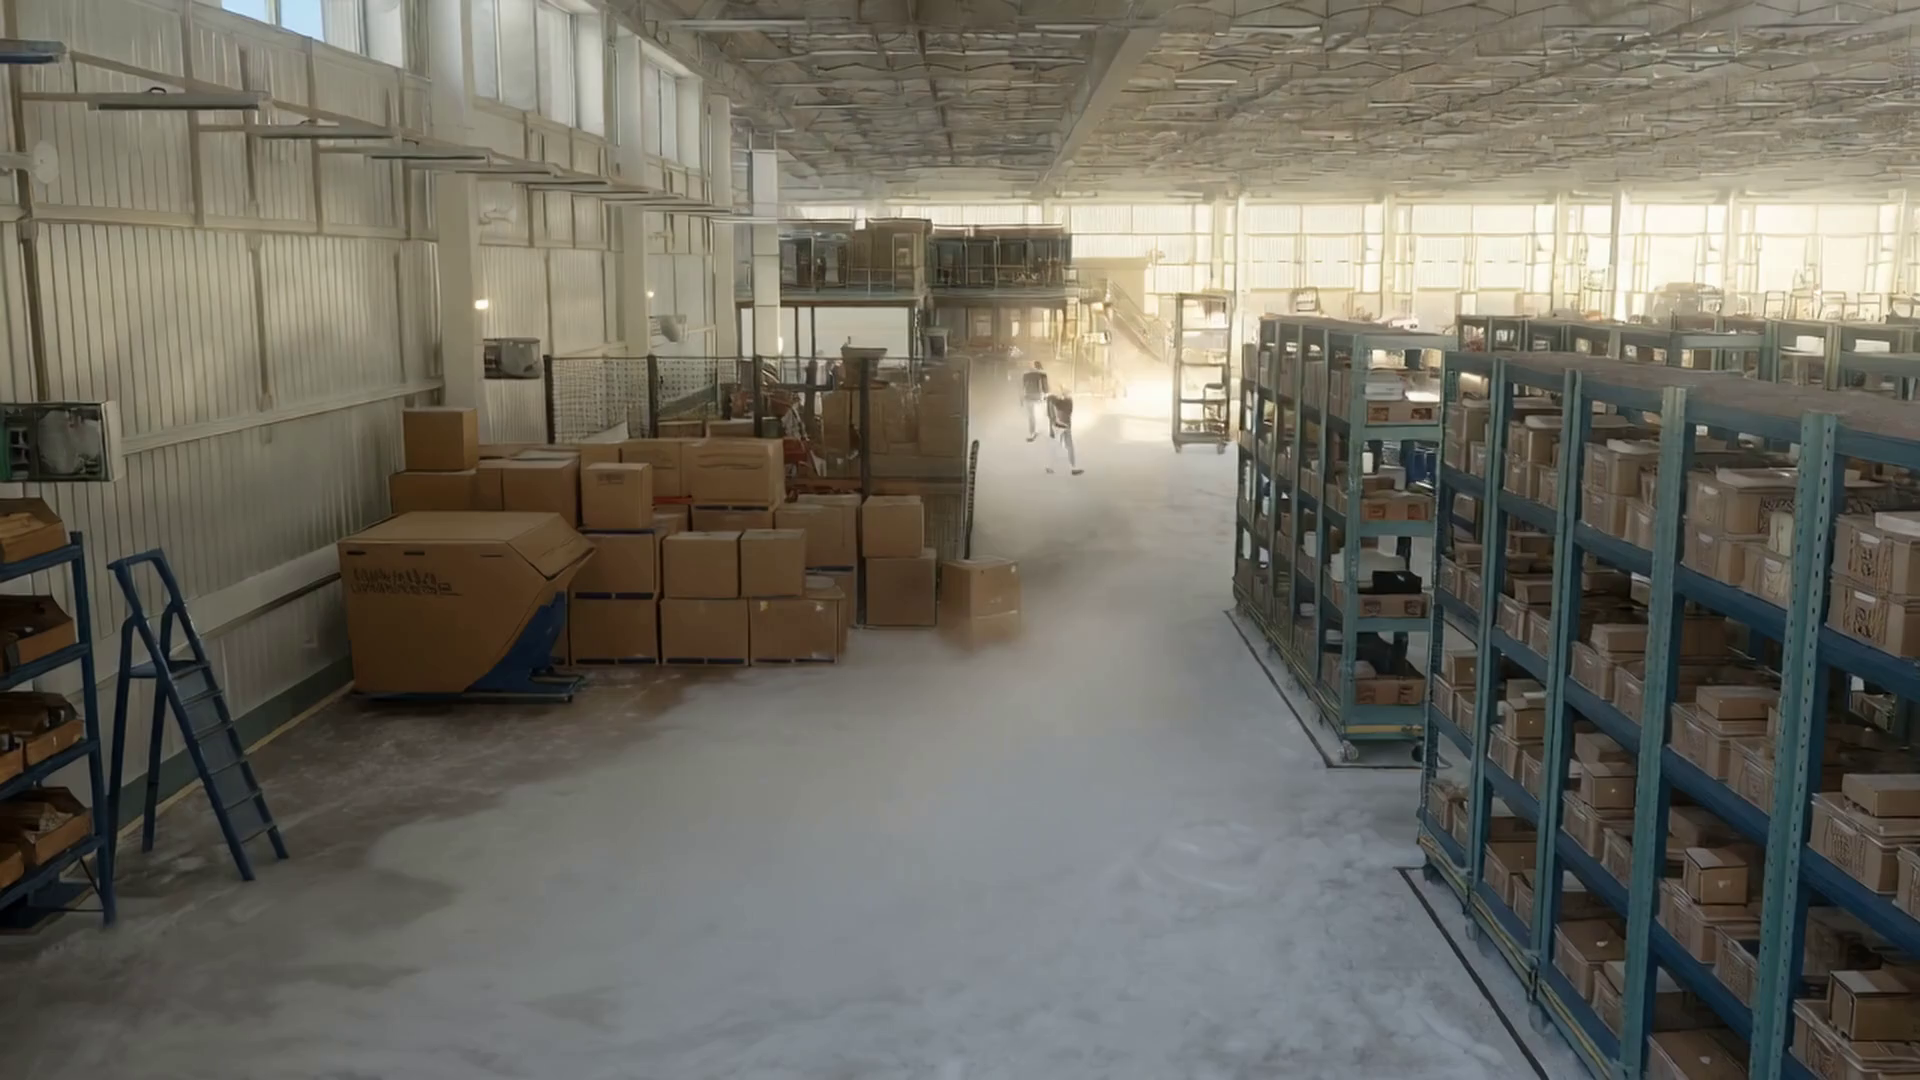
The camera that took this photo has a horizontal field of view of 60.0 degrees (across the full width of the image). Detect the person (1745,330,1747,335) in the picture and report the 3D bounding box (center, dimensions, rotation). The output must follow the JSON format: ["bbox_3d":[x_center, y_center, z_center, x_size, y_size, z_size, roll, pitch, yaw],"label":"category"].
[{"bbox_3d":[38.039,-9.958,81.177,0.429,1.846,0.632,-7,12,-37],"label":"person"}]

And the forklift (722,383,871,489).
[{"bbox_3d":[-2.893,-1.687,28.729,2.680,1.987,1.157,0,9,-1],"label":"forklift"}]

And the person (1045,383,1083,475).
[{"bbox_3d":[2.040,-2.220,33.402,0.668,1.854,0.976,-6,11,-33],"label":"person"}]

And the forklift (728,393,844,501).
[{"bbox_3d":[-2.979,-1.316,26.476,2.680,1.987,1.157,0,9,1],"label":"forklift"}]

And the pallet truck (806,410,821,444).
[{"bbox_3d":[-3.559,-2.018,33.905,1.522,1.261,0.704,0,9,-1],"label":"pallet truck"}]

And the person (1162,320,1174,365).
[{"bbox_3d":[9.037,-8.543,72.073,0.605,1.966,0.367,-4,10,-21],"label":"person"}]

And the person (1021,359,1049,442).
[{"bbox_3d":[1.818,-3.365,40.089,0.665,1.971,0.991,2,10,15],"label":"person"}]

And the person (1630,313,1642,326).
[{"bbox_3d":[34.642,-10.670,85.291,0.379,1.936,0.629,-8,12,-39],"label":"person"}]

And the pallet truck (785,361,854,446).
[{"bbox_3d":[-3.410,-3.193,38.978,1.885,1.965,0.823,0,9,-1],"label":"pallet truck"}]

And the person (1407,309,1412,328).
[{"bbox_3d":[25.588,-12.172,94.615,0.396,1.919,0.588,5,11,29],"label":"person"}]

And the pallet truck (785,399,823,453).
[{"bbox_3d":[-3.814,-2.432,36.419,1.630,1.274,0.653,0,9,1],"label":"pallet truck"}]

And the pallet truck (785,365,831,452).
[{"bbox_3d":[-3.774,-2.976,37.635,1.885,1.965,0.823,1,9,5],"label":"pallet truck"}]

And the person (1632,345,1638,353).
[{"bbox_3d":[25.695,-7.030,62.987,0.914,1.882,0.561,-3,10,-16],"label":"person"}]

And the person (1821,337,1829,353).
[{"bbox_3d":[30.594,-6.295,58.710,0.604,1.801,0.607,4,10,22],"label":"person"}]

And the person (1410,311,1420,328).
[{"bbox_3d":[24.669,-11.456,90.294,0.656,1.902,0.685,-3,10,-19],"label":"person"}]

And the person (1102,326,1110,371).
[{"bbox_3d":[5.962,-7.795,67.860,0.420,1.841,0.518,-6,11,-31],"label":"person"}]

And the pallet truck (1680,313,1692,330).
[{"bbox_3d":[36.315,-10.531,84.244,0.823,1.965,1.885,-6,11,-33],"label":"pallet truck"}]

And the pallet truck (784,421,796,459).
[{"bbox_3d":[-4.013,-1.793,32.705,1.601,1.201,0.680,0,9,1],"label":"pallet truck"}]

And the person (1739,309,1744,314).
[{"bbox_3d":[44.267,-12.129,94.286,0.544,1.937,0.358,-2,10,-15],"label":"person"}]

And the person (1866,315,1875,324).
[{"bbox_3d":[45.124,-10.200,82.488,0.452,1.910,0.601,-1,9,-4],"label":"person"}]
